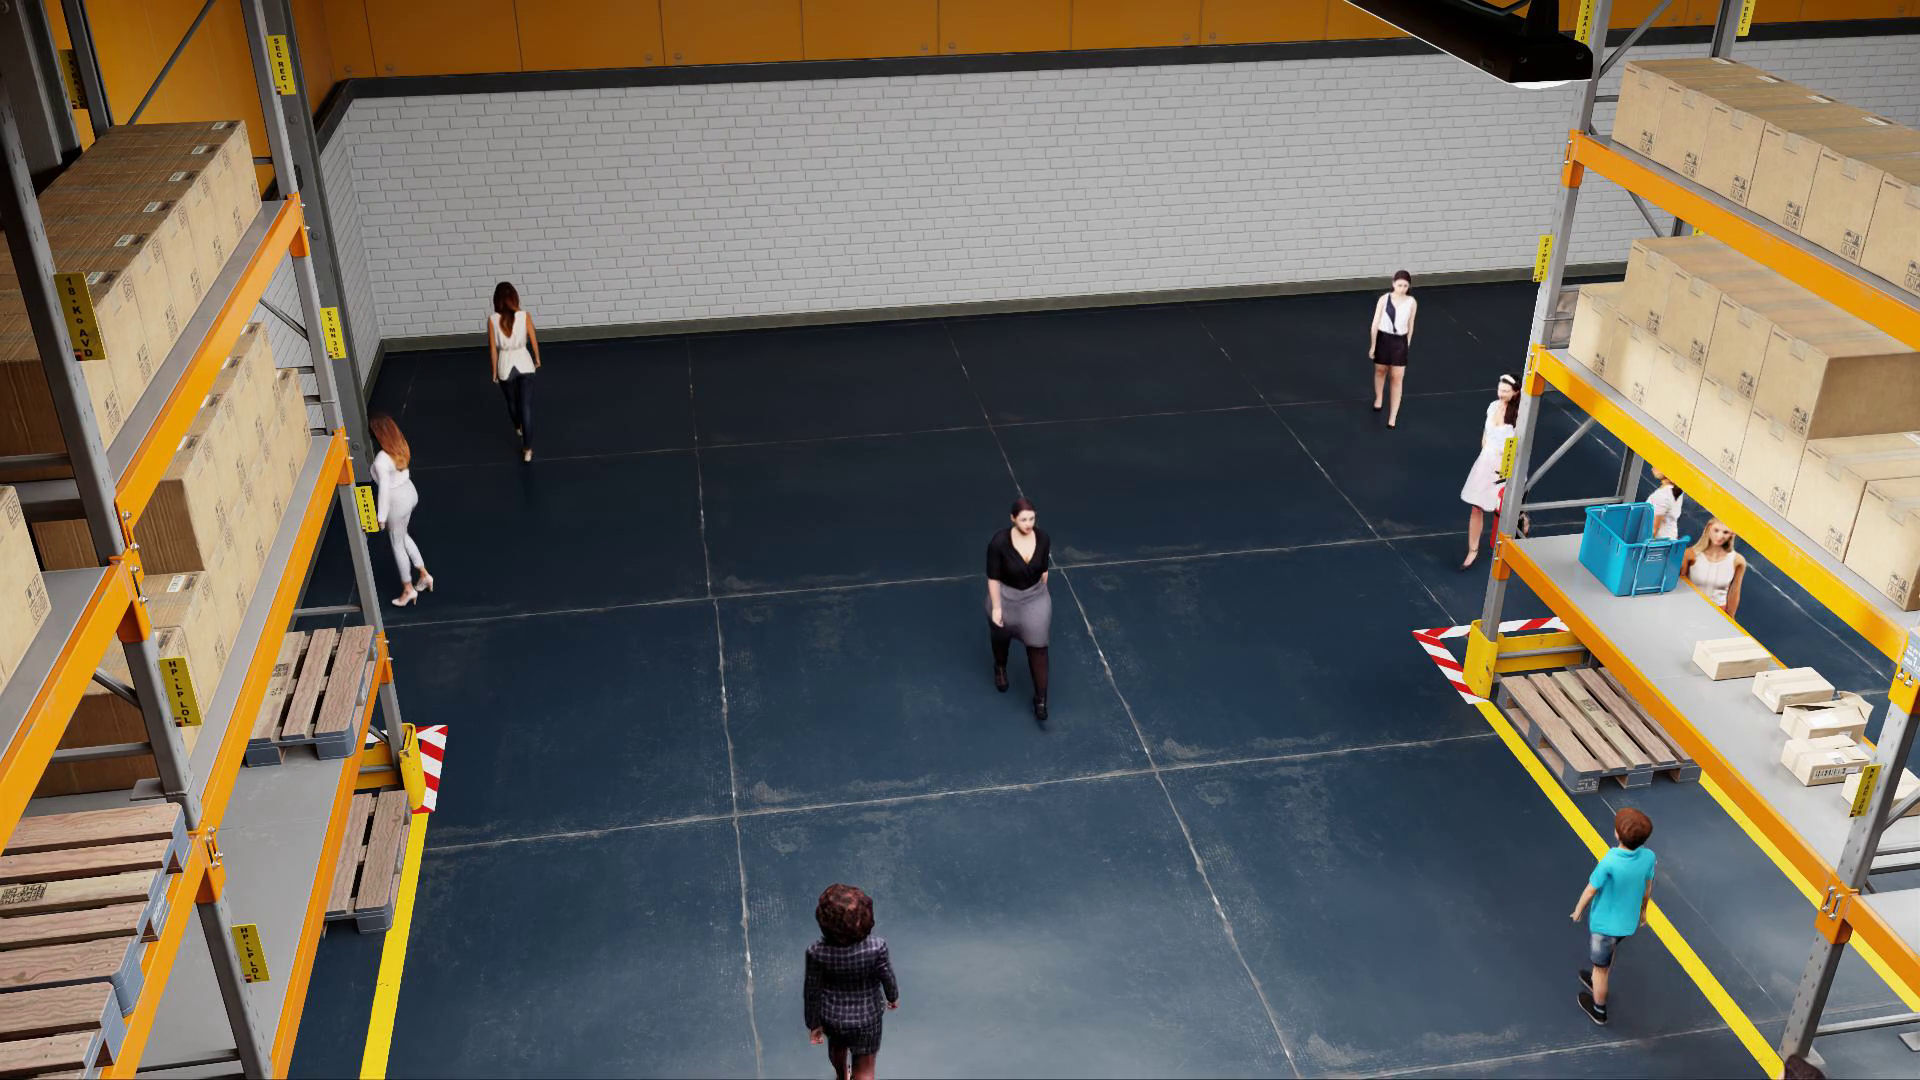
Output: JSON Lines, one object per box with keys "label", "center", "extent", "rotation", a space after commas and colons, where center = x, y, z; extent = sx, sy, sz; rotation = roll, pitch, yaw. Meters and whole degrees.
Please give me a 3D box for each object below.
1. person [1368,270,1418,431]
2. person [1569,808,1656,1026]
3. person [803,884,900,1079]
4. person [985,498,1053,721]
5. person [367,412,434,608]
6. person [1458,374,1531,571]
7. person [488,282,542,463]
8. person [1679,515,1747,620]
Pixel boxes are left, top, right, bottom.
{"label": "person", "center": [4.359, -1.976, 16.910], "extent": [0.833, 1.607, 1.136], "rotation": [6, 29, 10]}
{"label": "person", "center": [3.770, 2.177, 9.471], "extent": [0.575, 1.441, 0.639], "rotation": [-8, 30, -14]}
{"label": "person", "center": [-0.560, 2.536, 8.569], "extent": [0.750, 1.674, 0.962], "rotation": [2, 29, 4]}
{"label": "person", "center": [0.385, 0.430, 12.384], "extent": [0.690, 1.718, 1.046], "rotation": [-6, 29, -12]}
{"label": "person", "center": [-4.531, -0.248, 13.581], "extent": [0.743, 1.763, 0.593], "rotation": [2, 29, 4]}
{"label": "person", "center": [4.644, -0.582, 14.162], "extent": [1.044, 1.793, 1.099], "rotation": [-20, 35, -32]}
{"label": "person", "center": [-4.271, -1.583, 16.040], "extent": [0.670, 1.750, 1.053], "rotation": [-7, 29, -13]}
{"label": "person", "center": [5.339, 0.584, 12.015], "extent": [0.713, 1.801, 0.739], "rotation": [9, 30, 15]}
